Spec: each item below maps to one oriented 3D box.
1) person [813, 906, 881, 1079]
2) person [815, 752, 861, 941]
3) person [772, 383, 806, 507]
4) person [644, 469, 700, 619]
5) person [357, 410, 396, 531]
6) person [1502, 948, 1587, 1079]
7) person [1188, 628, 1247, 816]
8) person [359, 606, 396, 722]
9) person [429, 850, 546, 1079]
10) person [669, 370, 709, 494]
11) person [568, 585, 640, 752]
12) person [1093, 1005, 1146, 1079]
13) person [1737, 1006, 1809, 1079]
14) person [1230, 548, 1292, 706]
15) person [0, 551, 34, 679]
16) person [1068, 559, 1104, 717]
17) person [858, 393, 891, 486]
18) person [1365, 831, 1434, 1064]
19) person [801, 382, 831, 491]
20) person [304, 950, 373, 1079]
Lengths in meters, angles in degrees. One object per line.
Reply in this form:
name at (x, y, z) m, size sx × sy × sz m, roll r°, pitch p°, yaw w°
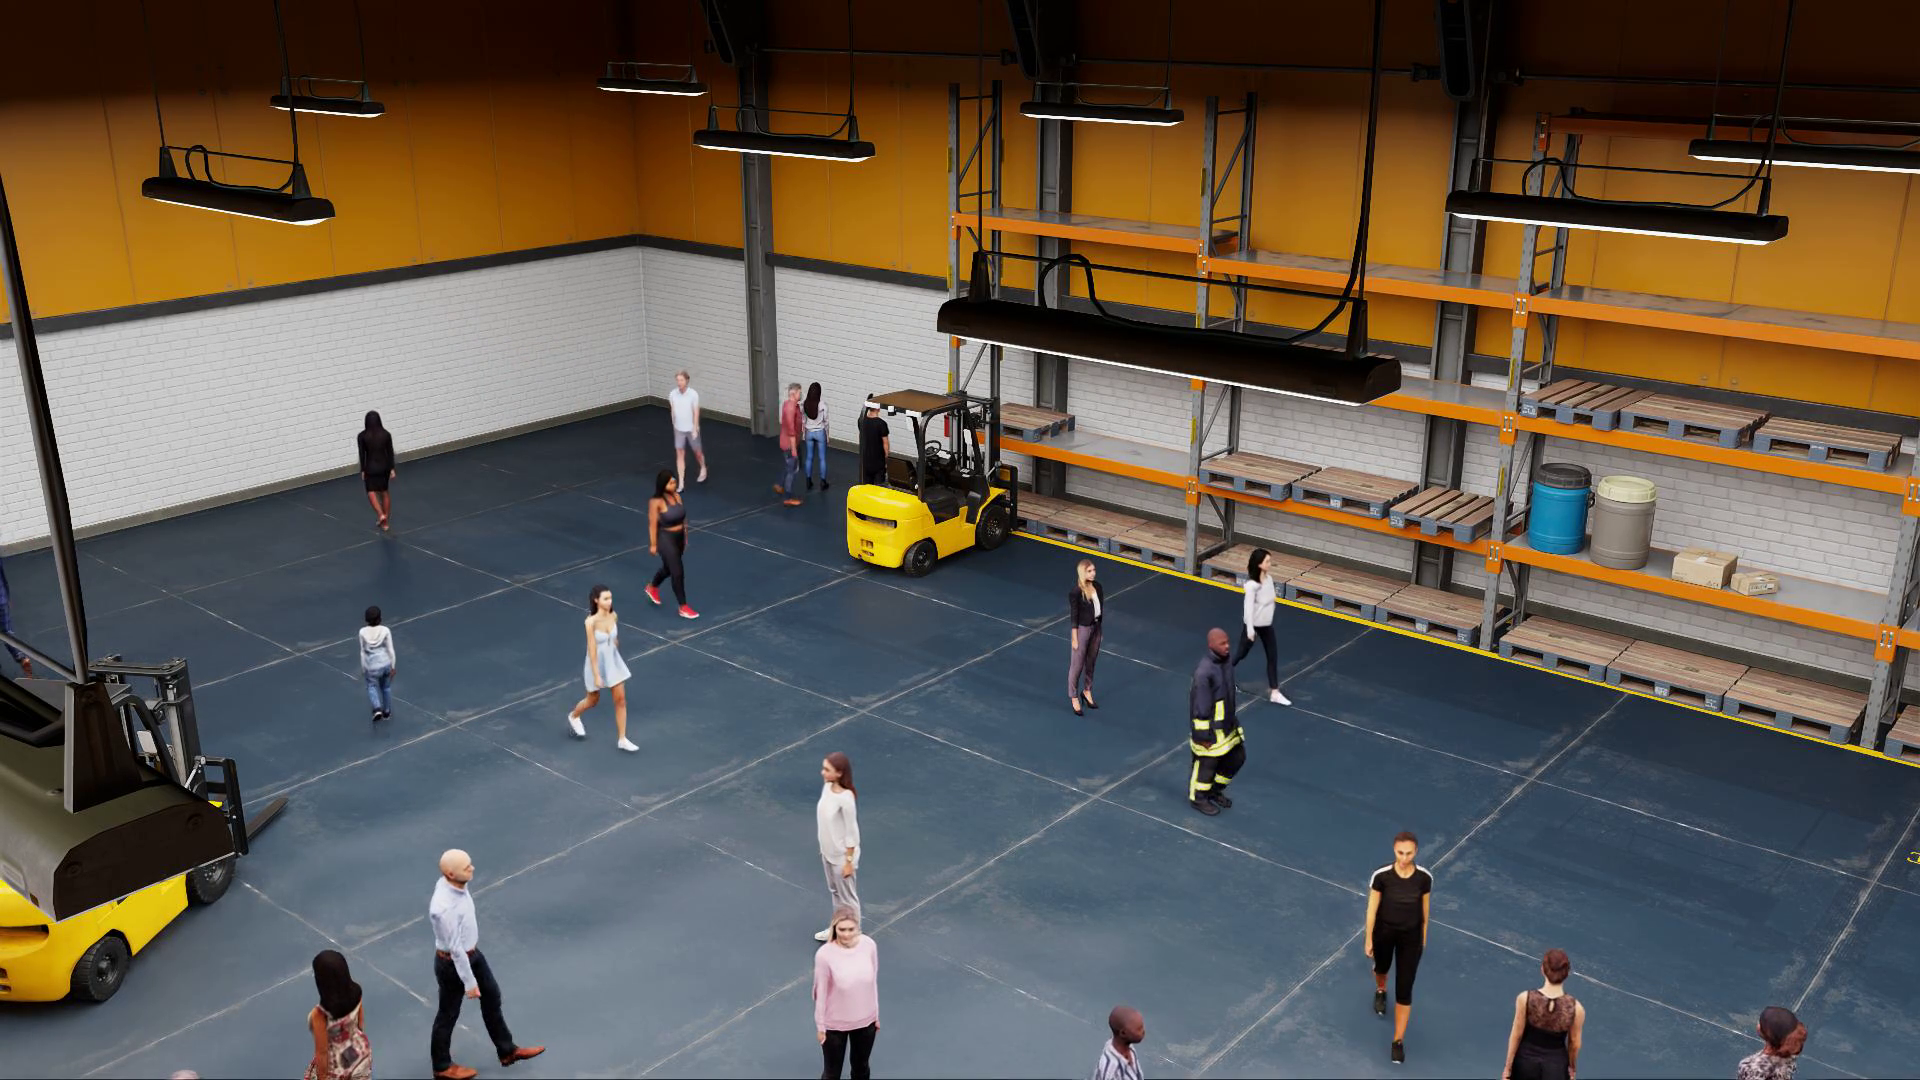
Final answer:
person at (-0.735, 3.138, 10.895) m, size 0.681 × 1.687 × 0.677 m, roll -8°, pitch 20°, yaw -24°
person at (-0.942, 2.425, 13.010) m, size 0.721 × 1.688 × 0.576 m, roll -11°, pitch 22°, yaw -30°
person at (-2.541, -1.390, 24.146) m, size 0.958 × 1.811 × 0.896 m, roll -1°, pitch 19°, yaw -3°
person at (-3.550, 0.021, 20.003) m, size 1.206 × 1.781 × 0.763 m, roll 12°, pitch 22°, yaw 31°
person at (-8.020, -0.930, 22.939) m, size 0.735 × 1.710 × 0.812 m, roll -11°, pitch 22°, yaw -30°
person at (3.597, 3.345, 10.335) m, size 0.965 × 1.653 × 0.829 m, roll 8°, pitch 20°, yaw 22°
person at (2.241, 1.623, 15.201) m, size 0.757 × 1.809 × 0.735 m, roll 15°, pitch 24°, yaw 38°
person at (-5.976, 1.297, 17.052) m, size 0.625 × 1.247 × 0.702 m, roll -7°, pitch 20°, yaw -19°
person at (-3.520, 2.928, 11.397) m, size 1.101 × 1.764 × 1.034 m, roll -1°, pitch 19°, yaw -4°
person at (-4.053, -1.662, 24.967) m, size 1.158 × 1.802 × 1.067 m, roll 3°, pitch 19°, yaw 9°
person at (-3.600, 1.259, 16.454) m, size 1.106 × 1.701 × 0.624 m, roll 13°, pitch 23°, yaw 34°
person at (0.808, 3.496, 9.716) m, size 1.201 × 1.762 × 0.999 m, roll 3°, pitch 19°, yaw 9°
person at (4.756, 3.530, 9.723) m, size 0.719 × 1.692 × 0.989 m, roll -14°, pitch 23°, yaw -35°
person at (3.065, 0.897, 17.589) m, size 1.136 × 1.660 × 0.667 m, roll 17°, pitch 25°, yaw 40°
person at (-10.415, 0.705, 17.941) m, size 1.027 × 1.802 × 0.768 m, roll 10°, pitch 21°, yaw 27°
person at (1.300, 0.991, 17.293) m, size 0.615 × 1.672 × 0.552 m, roll -17°, pitch 25°, yaw -40°
person at (-1.205, -1.177, 23.430) m, size 0.522 × 1.865 × 0.750 m, roll 13°, pitch 23°, yaw 35°
person at (3.128, 2.807, 11.975) m, size 1.134 × 1.625 × 1.011 m, roll 4°, pitch 19°, yaw 11°
person at (-2.164, -1.564, 24.949) m, size 0.598 × 1.629 × 0.730 m, roll 5°, pitch 19°, yaw 14°
person at (-3.803, 3.323, 10.423) m, size 0.735 × 1.638 × 0.750 m, roll 7°, pitch 20°, yaw 19°
